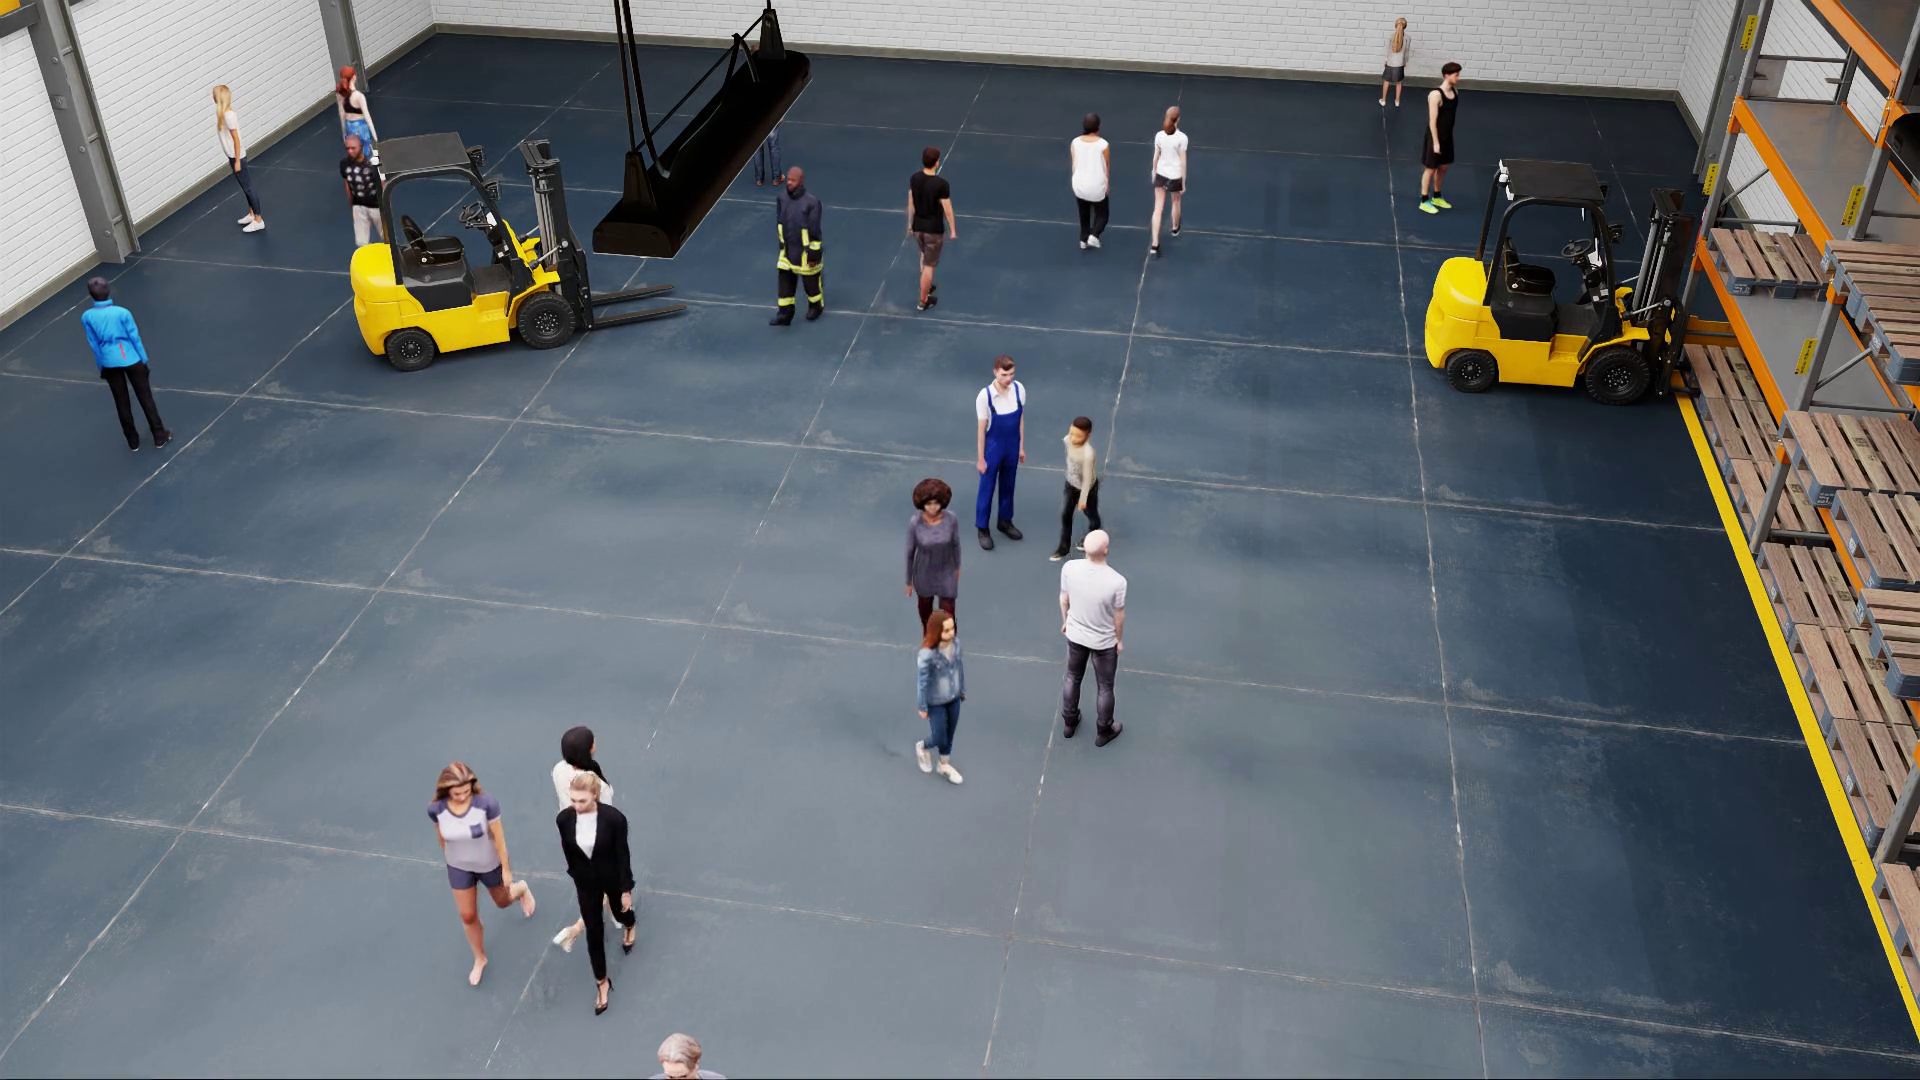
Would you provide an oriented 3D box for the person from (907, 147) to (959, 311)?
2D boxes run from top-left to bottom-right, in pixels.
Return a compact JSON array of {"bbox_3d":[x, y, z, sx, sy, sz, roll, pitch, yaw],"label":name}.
[{"bbox_3d":[-0.410,-3.437,18.483,0.846,1.844,0.924,19,38,27],"label":"person"}]

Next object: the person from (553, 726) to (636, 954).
[{"bbox_3d":[-2.361,1.927,10.513,0.833,1.733,1.022,20,38,27],"label":"person"}]

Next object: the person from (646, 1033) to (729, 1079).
[{"bbox_3d":[-1.357,3.197,8.462,0.730,1.889,0.708,-6,34,-9],"label":"person"}]

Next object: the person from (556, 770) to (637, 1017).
[{"bbox_3d":[-2.185,2.085,10.331,0.706,1.672,0.994,0,34,0],"label":"person"}]

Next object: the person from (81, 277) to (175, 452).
[{"bbox_3d":[-8.005,-1.675,15.880,0.688,1.792,0.667,-6,34,-9],"label":"person"}]

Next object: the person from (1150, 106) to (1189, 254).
[{"bbox_3d":[2.460,-4.251,19.838,0.711,1.700,1.186,10,35,15],"label":"person"}]

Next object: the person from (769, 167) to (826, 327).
[{"bbox_3d":[-1.705,-3.257,18.260,0.918,1.792,1.149,14,36,21],"label":"person"}]

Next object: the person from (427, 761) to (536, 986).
[{"bbox_3d":[-3.011,1.978,10.467,0.735,1.700,1.007,-2,34,-3],"label":"person"}]

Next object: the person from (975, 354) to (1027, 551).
[{"bbox_3d":[0.356,-0.807,14.523,0.725,1.849,0.763,-17,37,-23],"label":"person"}]

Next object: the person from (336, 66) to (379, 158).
[{"bbox_3d":[-7.634,-5.053,20.978,0.652,1.775,0.690,12,35,18],"label":"person"}]

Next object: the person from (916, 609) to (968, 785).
[{"bbox_3d":[-0.178,1.105,11.987,0.718,1.471,0.783,-28,43,-36],"label":"person"}]

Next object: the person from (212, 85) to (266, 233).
[{"bbox_3d":[-8.866,-4.699,20.414,0.732,1.808,0.647,-17,37,-23],"label":"person"}]

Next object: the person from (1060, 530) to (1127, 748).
[{"bbox_3d":[0.965,0.713,12.252,0.726,1.831,0.703,17,37,24],"label":"person"}]

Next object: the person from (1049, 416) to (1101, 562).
[{"bbox_3d":[1.083,-0.498,14.436,0.924,1.430,0.832,-21,39,-29],"label":"person"}]

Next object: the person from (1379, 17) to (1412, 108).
[{"bbox_3d":[6.389,-7.013,24.379,0.495,1.274,0.509,5,34,7],"label":"person"}]

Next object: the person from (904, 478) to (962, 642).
[{"bbox_3d":[-0.217,0.221,13.119,0.792,1.690,0.984,-5,34,-7],"label":"person"}]

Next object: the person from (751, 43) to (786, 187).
[{"bbox_3d":[-2.563,-5.535,21.629,0.683,1.856,0.607,2,34,2],"label":"person"}]

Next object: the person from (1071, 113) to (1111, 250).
[{"bbox_3d":[1.548,-4.245,19.847,0.756,1.681,0.740,18,38,25],"label":"person"}]

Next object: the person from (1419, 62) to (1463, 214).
[{"bbox_3d":[5.994,-5.066,20.895,0.803,1.889,0.878,-25,41,-32],"label":"person"}]

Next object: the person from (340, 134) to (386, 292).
[{"bbox_3d":[-6.744,-3.830,19.141,0.789,1.770,1.108,0,34,0],"label":"person"}]
